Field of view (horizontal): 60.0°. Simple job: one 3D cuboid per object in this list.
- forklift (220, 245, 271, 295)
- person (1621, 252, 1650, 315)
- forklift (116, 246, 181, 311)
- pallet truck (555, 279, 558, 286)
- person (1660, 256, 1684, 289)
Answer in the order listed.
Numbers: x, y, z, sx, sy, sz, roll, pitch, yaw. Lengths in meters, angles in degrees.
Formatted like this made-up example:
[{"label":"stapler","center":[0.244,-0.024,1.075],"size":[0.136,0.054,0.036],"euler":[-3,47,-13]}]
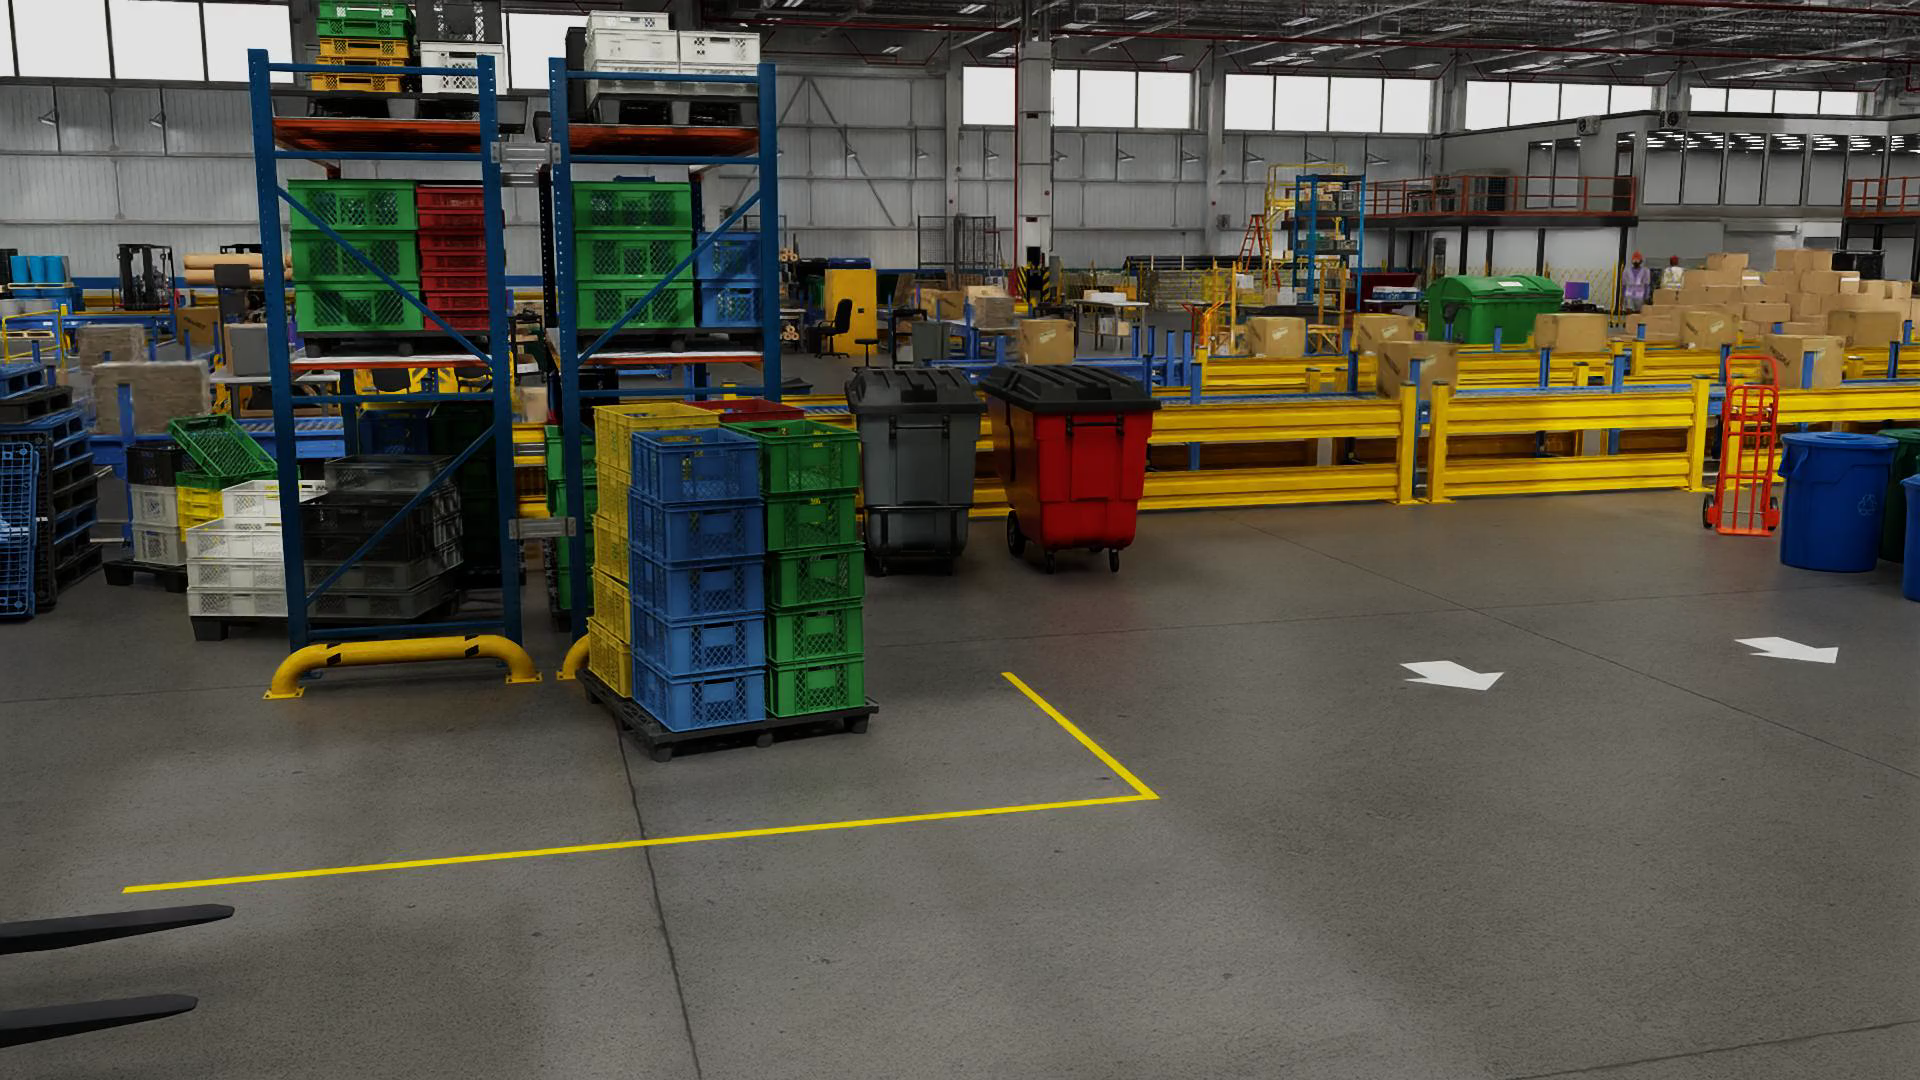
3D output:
[{"label":"forklift","center":[-17.749,-6.334,41.440],"size":[1.157,1.987,2.680],"euler":[-3,10,-17]},{"label":"person","center":[15.793,-5.728,38.875],"size":[0.614,2.017,0.921],"euler":[5,11,26]},{"label":"forklift","center":[-19.966,-6.232,40.894],"size":[1.157,1.987,2.680],"euler":[-3,10,-15]},{"label":"pallet truck","center":[-10.604,-6.375,44.520],"size":[0.653,1.274,1.630],"euler":[-3,10,-15]},{"label":"person","center":[18.927,-6.622,44.325],"size":[0.590,1.867,0.624],"euler":[-3,10,-15]}]
